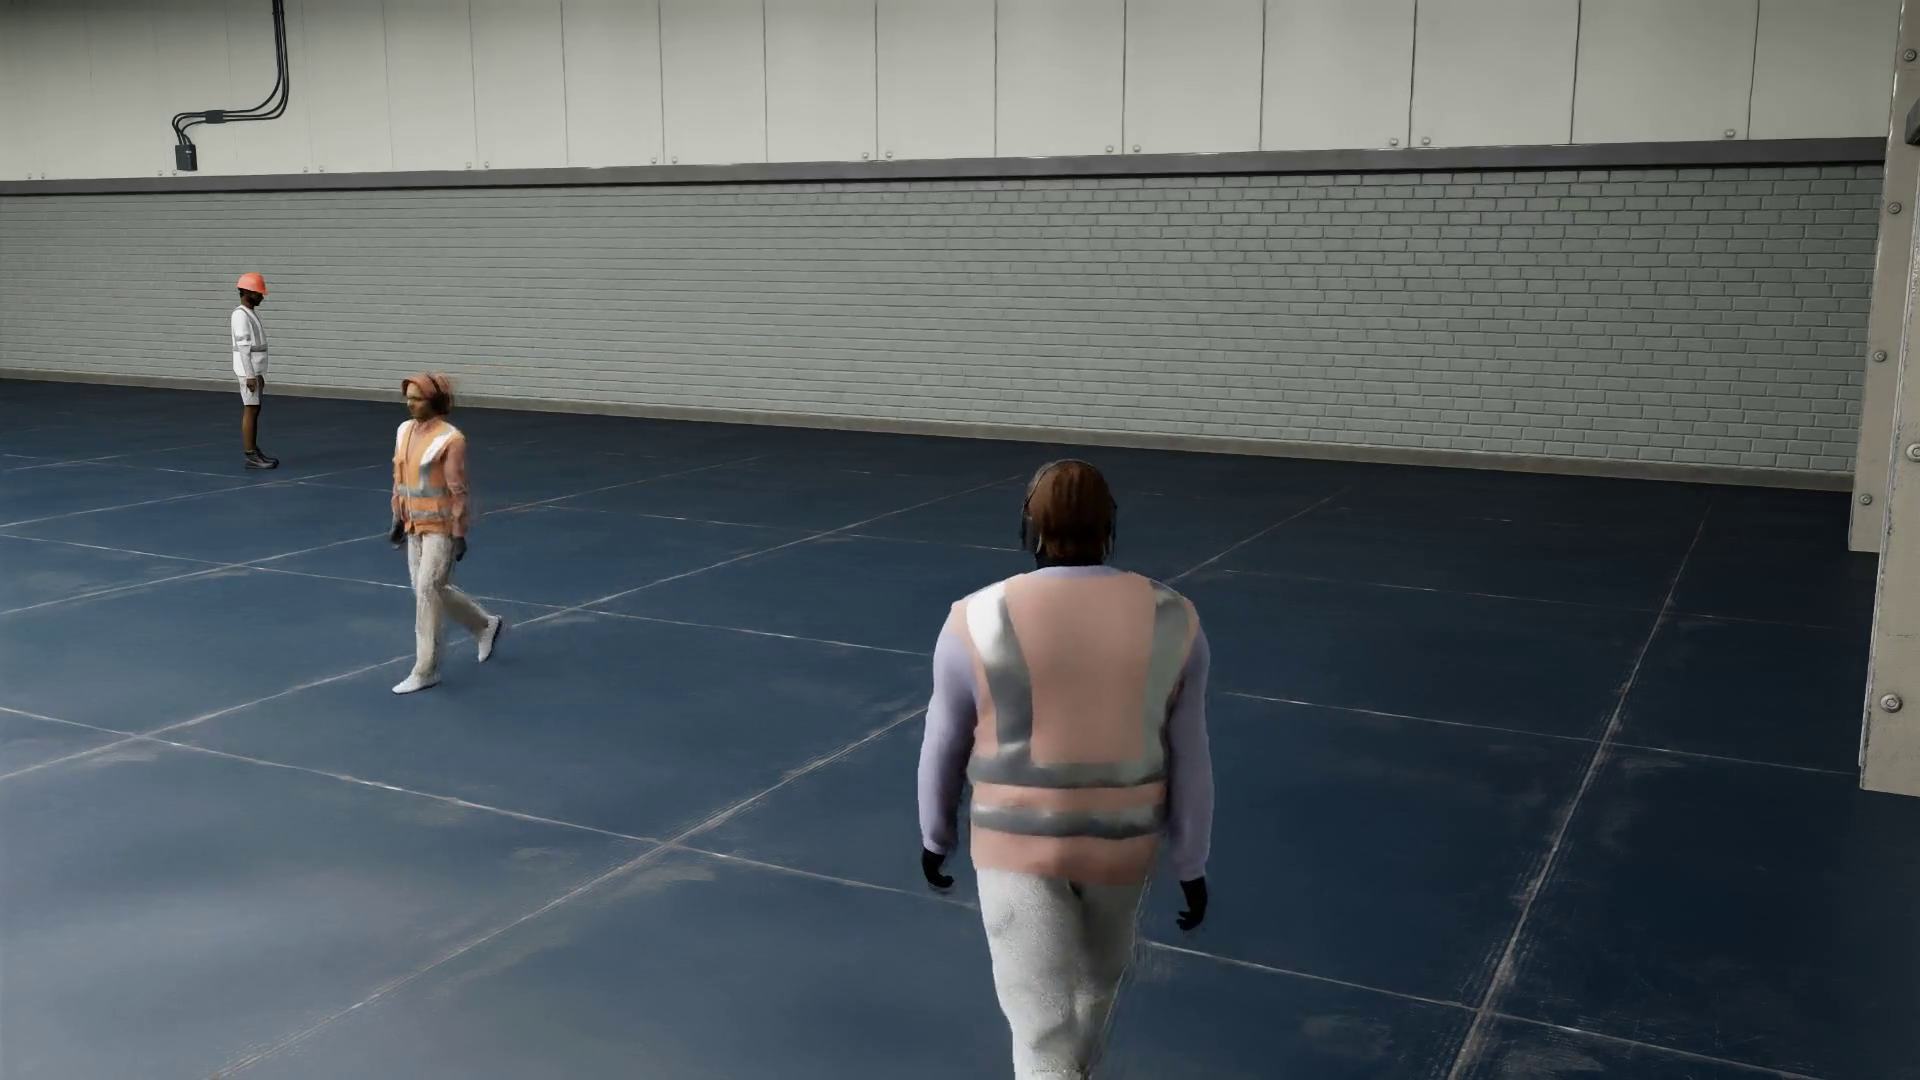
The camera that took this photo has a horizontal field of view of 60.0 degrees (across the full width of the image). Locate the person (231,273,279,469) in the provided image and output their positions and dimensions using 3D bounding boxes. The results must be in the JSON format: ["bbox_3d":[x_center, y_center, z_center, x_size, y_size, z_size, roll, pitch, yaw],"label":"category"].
[{"bbox_3d":[-6.967,-1.664,16.428,0.370,1.928,0.543,-3,11,-16],"label":"person"}]

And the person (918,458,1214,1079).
[{"bbox_3d":[0.226,0.697,3.928,0.653,1.784,0.988,-2,11,-11],"label":"person"}]

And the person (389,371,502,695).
[{"bbox_3d":[-2.657,-0.063,8.521,0.518,1.616,0.686,9,14,41],"label":"person"}]
